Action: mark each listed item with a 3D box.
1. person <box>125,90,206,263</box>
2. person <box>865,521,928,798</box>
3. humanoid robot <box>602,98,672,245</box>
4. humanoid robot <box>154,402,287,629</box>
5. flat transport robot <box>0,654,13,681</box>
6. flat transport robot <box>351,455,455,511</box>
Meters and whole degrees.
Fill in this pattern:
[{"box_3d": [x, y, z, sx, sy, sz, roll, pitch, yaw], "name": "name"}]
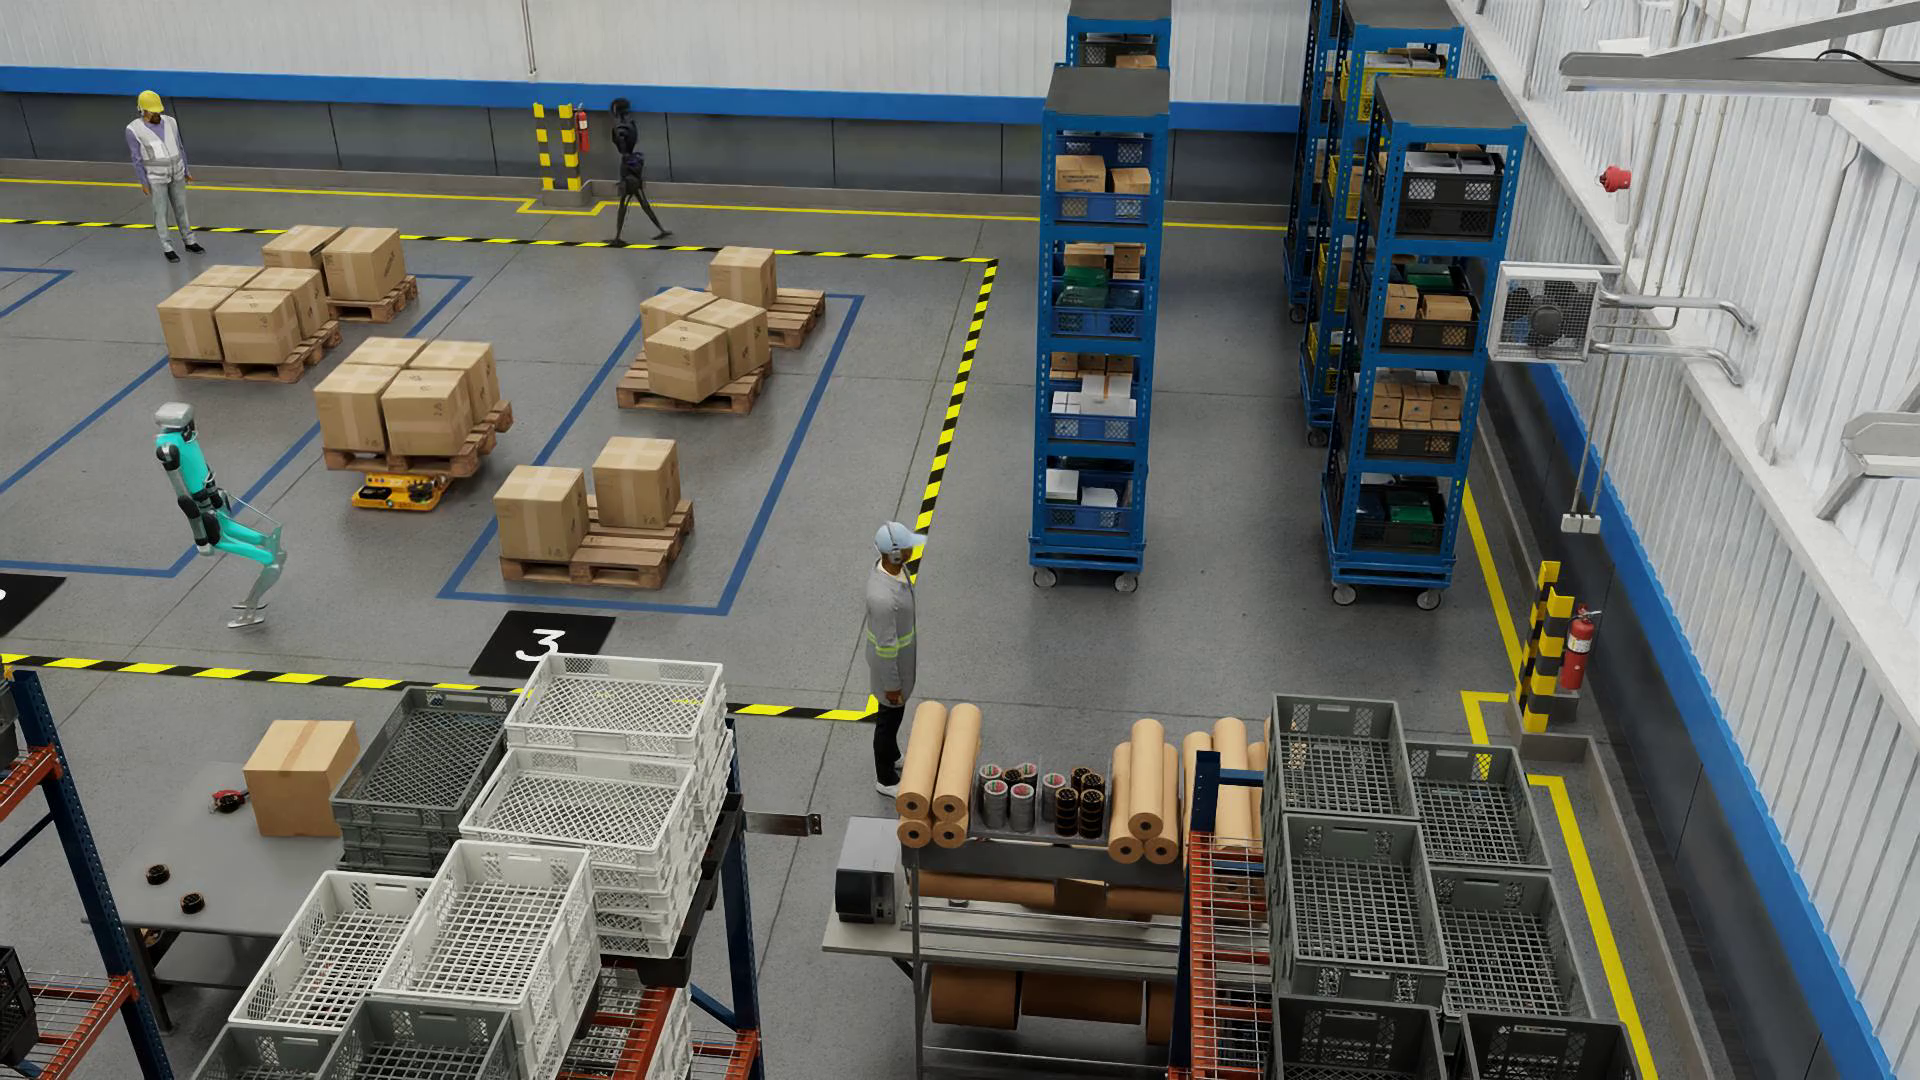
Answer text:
[{"box_3d": [-8.527, -3.914, 17.847, 0.403, 1.826, 0.588, 20, 36, 30], "name": "person"}, {"box_3d": [-0.369, 0.704, 9.889, 0.378, 1.852, 0.596, 2, 30, 3], "name": "person"}, {"box_3d": [-3.616, -4.048, 18.269, 0.769, 1.629, 0.585, -2, 30, -4], "name": "humanoid robot"}, {"box_3d": [-4.967, -0.179, 11.388, 0.735, 1.677, 0.533, -5, 31, -8], "name": "humanoid robot"}, {"box_3d": [-7.142, 0.969, 11.010, 1.431, 0.231, 0.659, 3, 30, 6], "name": "flat transport robot"}, {"box_3d": [-4.454, -0.682, 13.817, 0.652, 0.197, 1.431, 3, 30, 6], "name": "flat transport robot"}]
